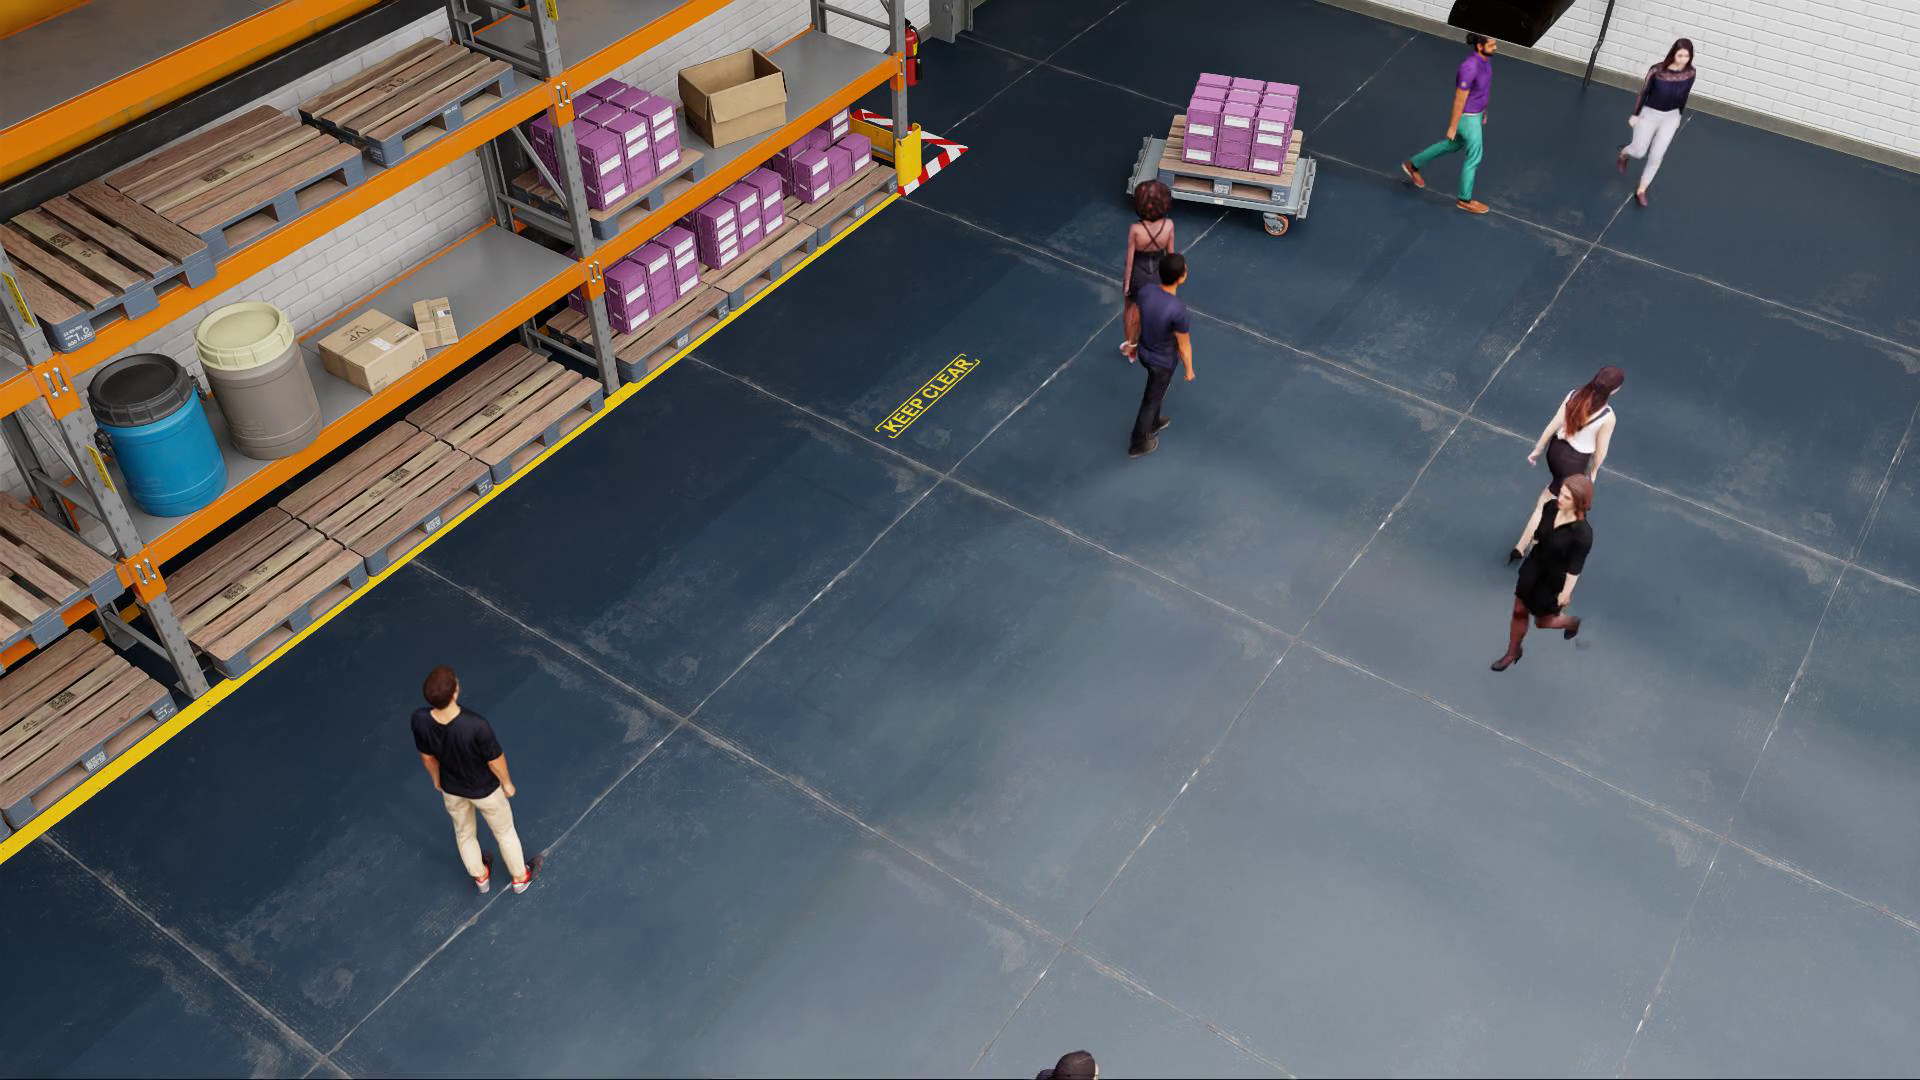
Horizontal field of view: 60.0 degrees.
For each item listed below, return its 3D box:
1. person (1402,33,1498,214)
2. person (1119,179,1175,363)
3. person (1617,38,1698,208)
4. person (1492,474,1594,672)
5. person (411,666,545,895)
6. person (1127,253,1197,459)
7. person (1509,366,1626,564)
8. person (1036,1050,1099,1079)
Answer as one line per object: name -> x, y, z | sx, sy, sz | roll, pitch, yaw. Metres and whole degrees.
person -> 4.519, -3.861, 15.122 | 0.775, 1.738, 1.093 | 21, 47, 20
person -> 1.499, -1.978, 13.130 | 1.018, 1.759, 1.072 | -7, 44, -8
person -> 6.360, -3.873, 15.241 | 0.873, 1.590, 0.976 | 0, 44, 0
person -> 3.909, 0.222, 10.871 | 0.970, 1.689, 0.853 | -15, 46, -15
person -> -2.798, 1.395, 9.517 | 0.707, 1.859, 0.696 | 5, 44, 5
person -> 1.406, -1.329, 12.438 | 0.851, 1.774, 0.796 | -29, 51, -27
person -> 4.199, -0.488, 11.692 | 1.121, 1.584, 0.792 | -31, 51, -28
person -> 0.393, 2.997, 7.922 | 1.042, 1.738, 0.874 | -20, 47, -20
